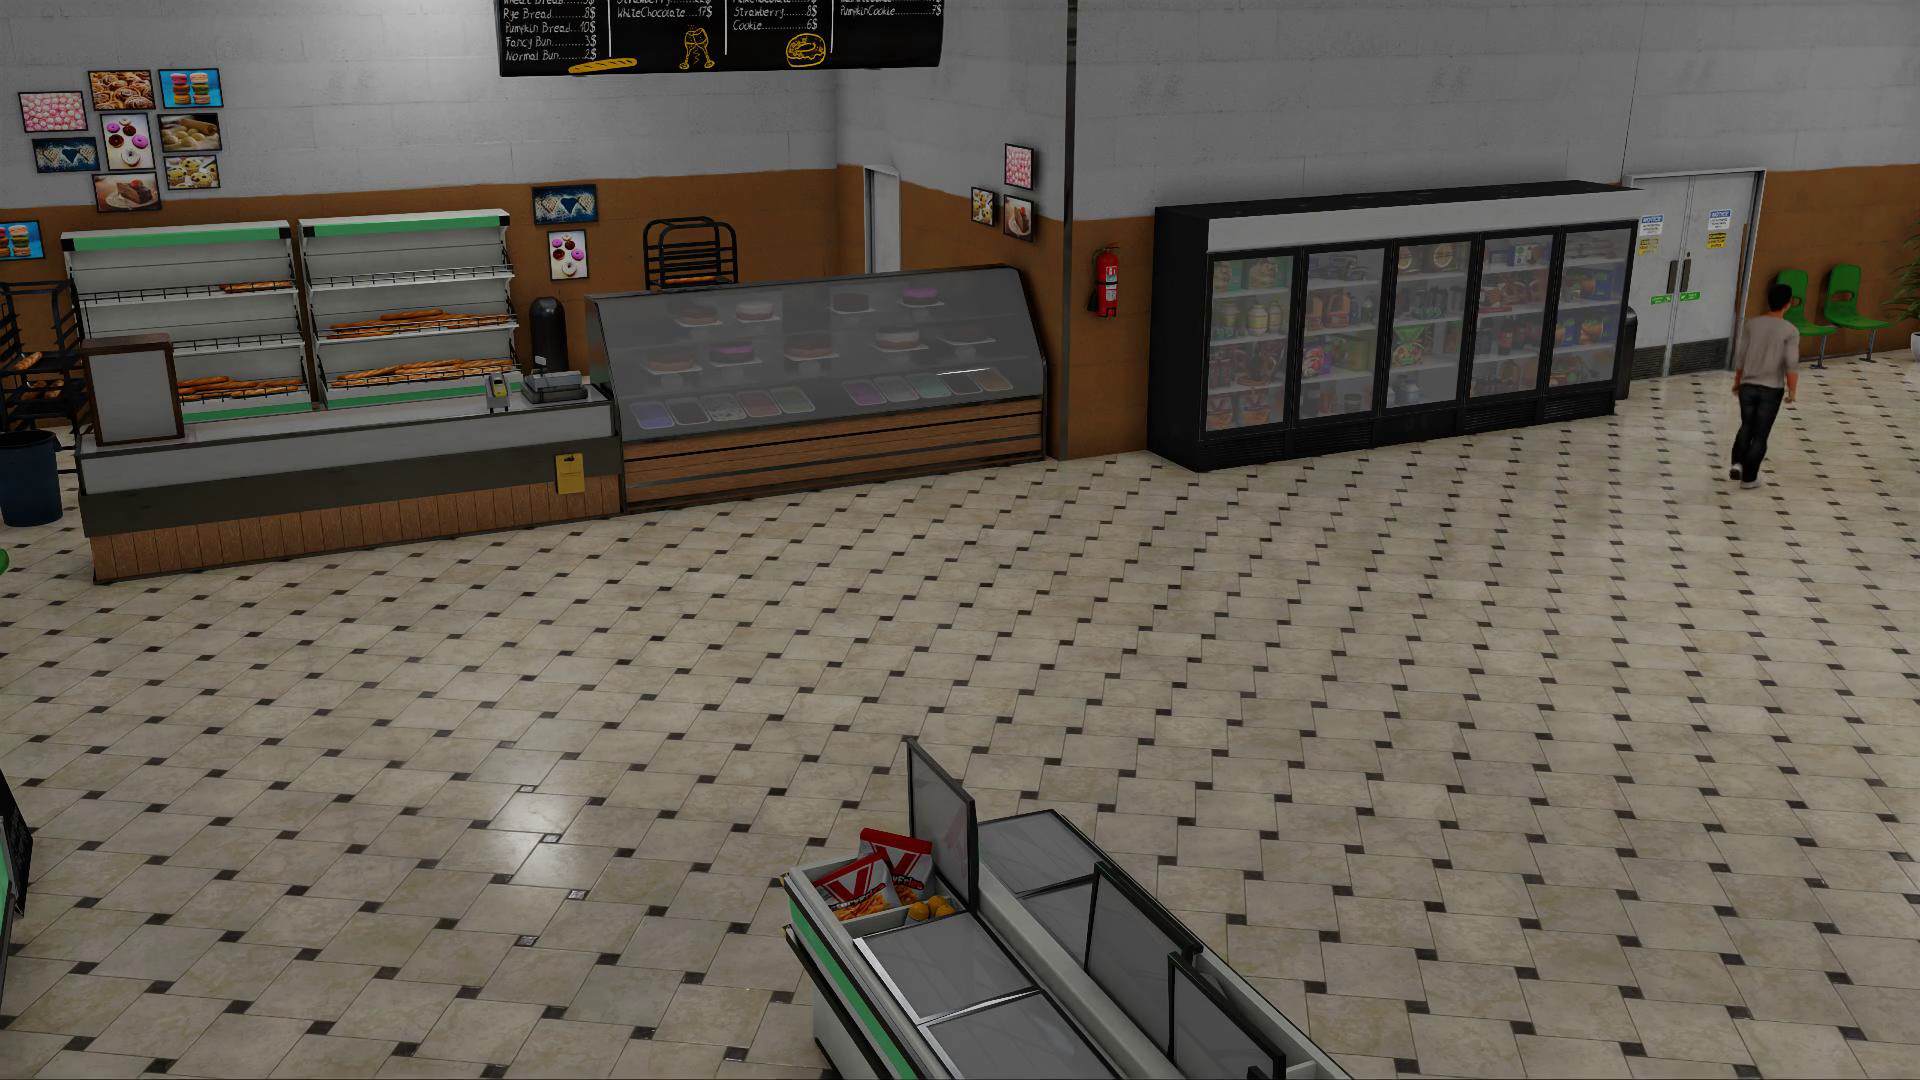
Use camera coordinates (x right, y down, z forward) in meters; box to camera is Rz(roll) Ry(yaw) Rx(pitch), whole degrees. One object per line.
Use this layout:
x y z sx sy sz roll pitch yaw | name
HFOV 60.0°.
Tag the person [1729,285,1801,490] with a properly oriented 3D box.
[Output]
6.918 -1.304 14.427 0.817 1.799 0.713 -16 24 -39 | person
